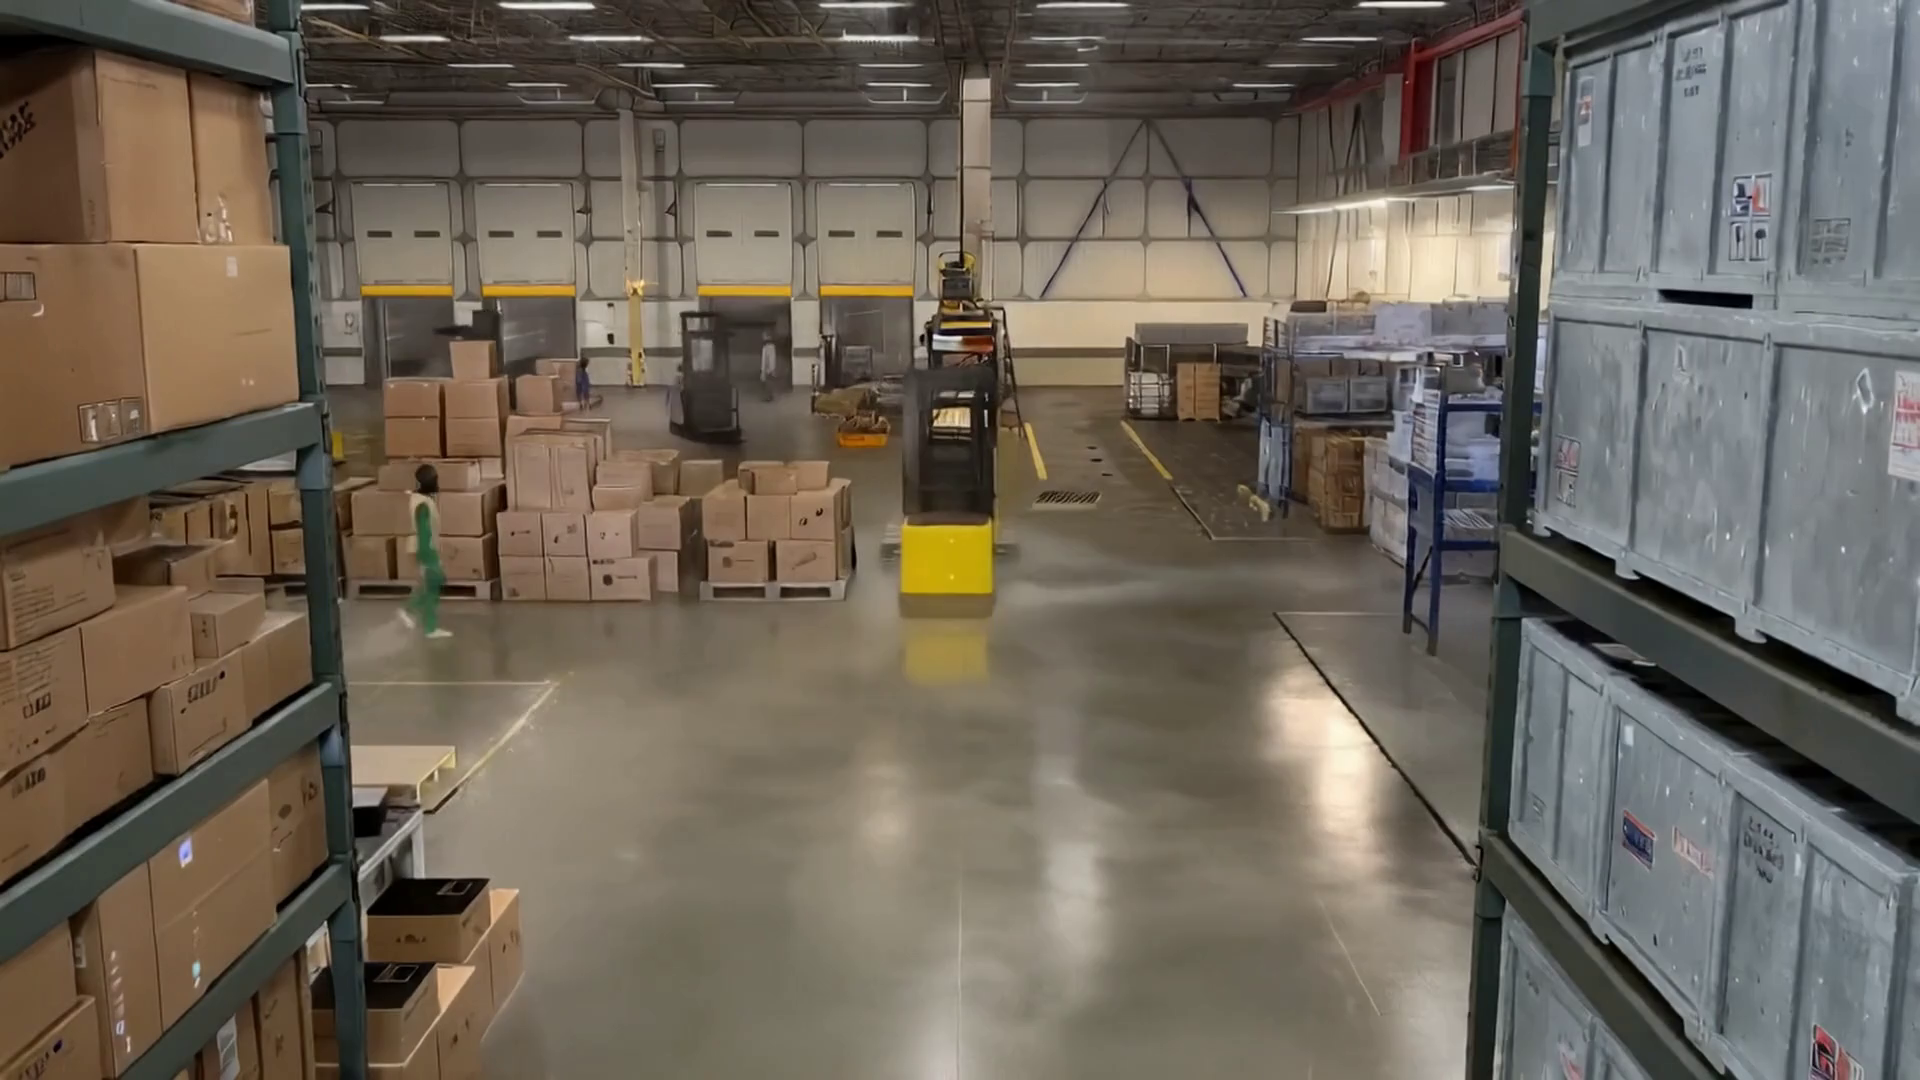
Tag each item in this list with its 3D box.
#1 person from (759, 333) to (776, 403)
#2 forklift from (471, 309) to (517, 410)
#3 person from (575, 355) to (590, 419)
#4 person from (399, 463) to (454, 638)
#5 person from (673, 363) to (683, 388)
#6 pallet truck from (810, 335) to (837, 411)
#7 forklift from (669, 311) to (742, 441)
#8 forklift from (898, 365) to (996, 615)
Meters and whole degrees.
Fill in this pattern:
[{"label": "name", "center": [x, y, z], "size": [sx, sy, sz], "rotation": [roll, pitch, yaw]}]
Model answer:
[{"label": "person", "center": [-5.267, -4.710, 45.611], "size": [0.491, 1.922, 0.544], "rotation": [5, 11, 26]}, {"label": "forklift", "center": [-10.871, -3.933, 38.391], "size": [1.873, 2.768, 1.129], "rotation": [1, 10, 7]}, {"label": "person", "center": [-8.111, -3.017, 35.835], "size": [0.375, 1.936, 0.628], "rotation": [-2, 10, -12]}, {"label": "person", "center": [-5.721, 0.123, 17.808], "size": [0.477, 1.903, 0.596], "rotation": [-2, 10, -14]}, {"label": "person", "center": [-6.296, -3.219, 37.900], "size": [0.570, 1.611, 0.534], "rotation": [-2, 10, -11]}, {"label": "pallet truck", "center": [-3.021, -4.312, 43.126], "size": [1.885, 1.965, 0.823], "rotation": [3, 10, 17]}, {"label": "forklift", "center": [-5.723, -3.678, 36.924], "size": [1.129, 2.768, 1.873], "rotation": [-5, 11, -27]}, {"label": "forklift", "center": [-0.141, -0.641, 19.399], "size": [1.129, 2.768, 1.873], "rotation": [0, 10, 1]}]
